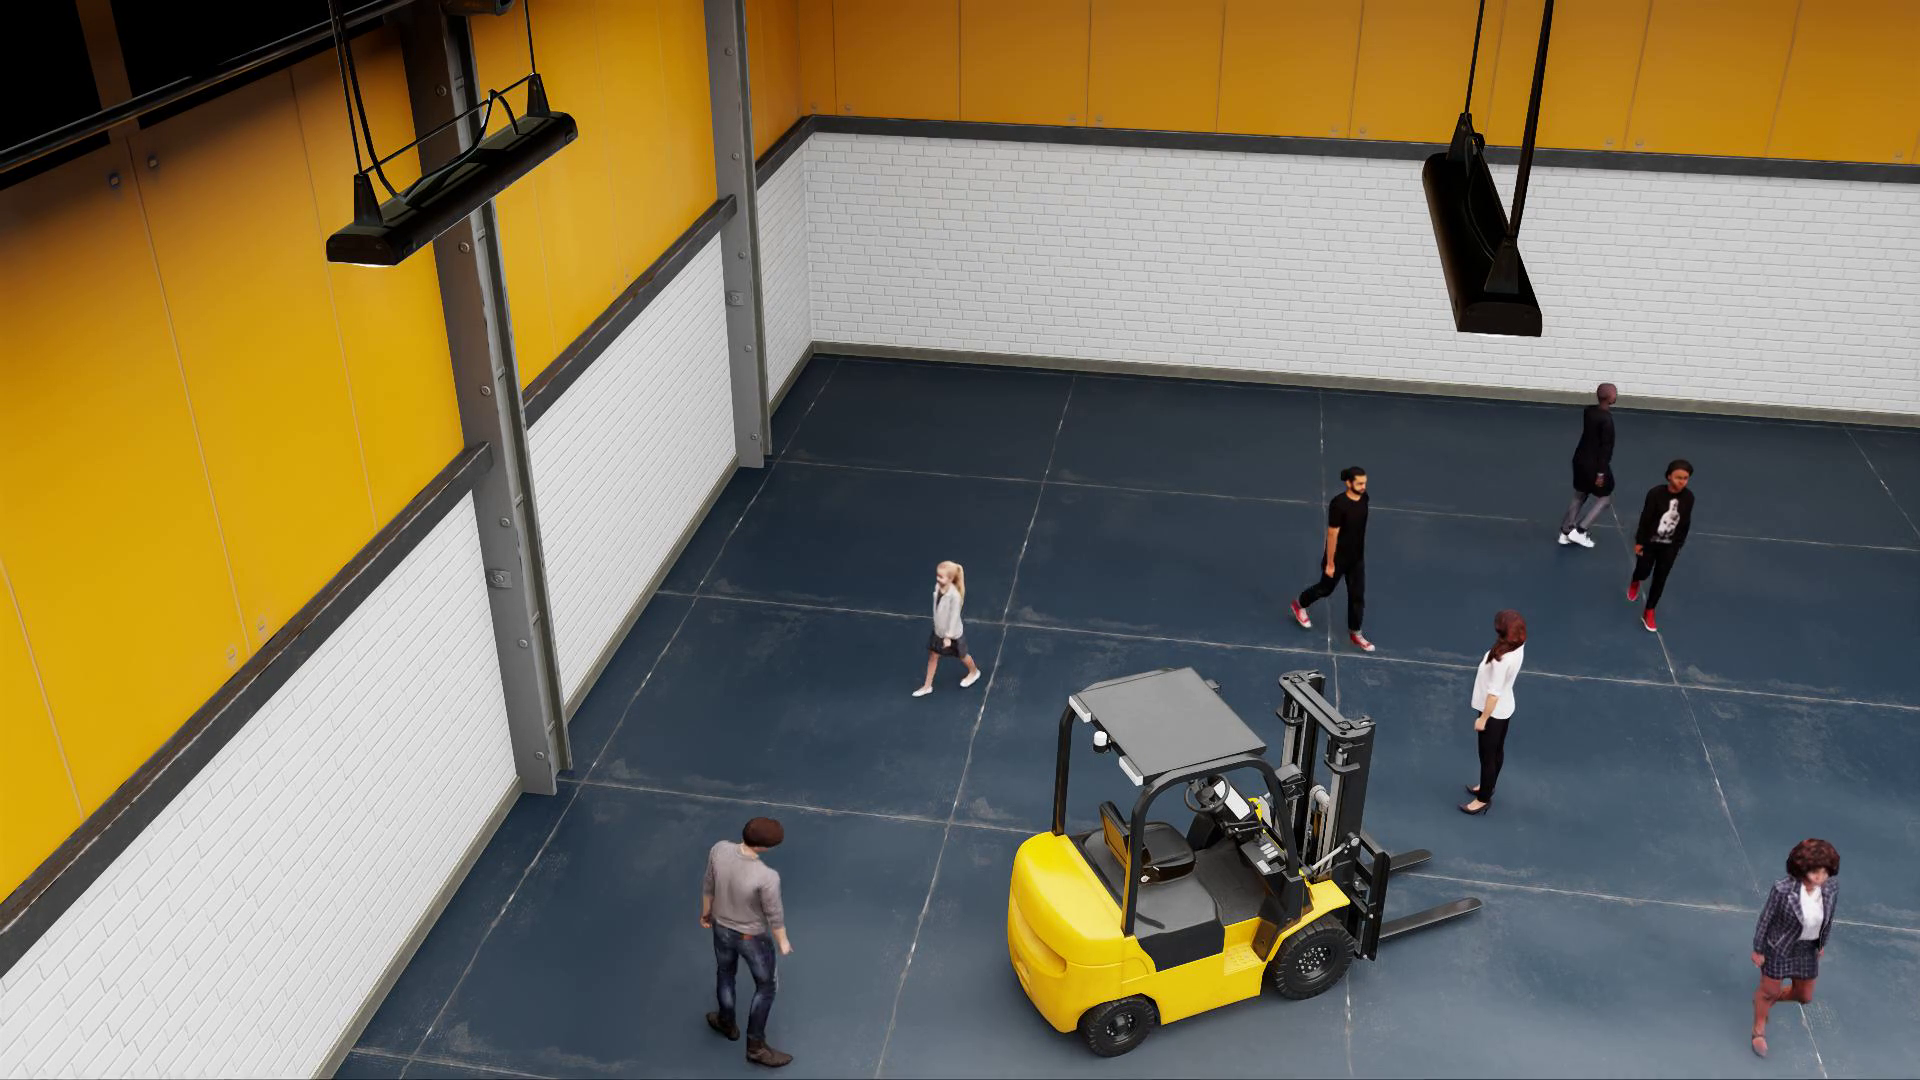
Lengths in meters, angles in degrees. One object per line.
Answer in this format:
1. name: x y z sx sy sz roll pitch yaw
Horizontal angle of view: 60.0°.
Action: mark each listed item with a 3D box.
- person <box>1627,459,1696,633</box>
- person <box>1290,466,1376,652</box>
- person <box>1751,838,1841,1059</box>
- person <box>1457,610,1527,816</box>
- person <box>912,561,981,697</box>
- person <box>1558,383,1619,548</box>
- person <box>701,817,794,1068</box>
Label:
1. person: 6.390 -0.010 15.243 0.586 1.659 0.829 5 29 8
2. person: 3.375 0.115 14.941 1.157 1.729 1.177 -20 35 -33
3. person: 5.222 2.535 10.546 0.697 1.688 0.721 -1 29 -1
4. person: 4.093 1.310 12.684 0.729 1.792 0.574 15 32 26
5. person: -0.048 0.753 14.272 0.922 1.248 0.829 -21 35 -33
6. person: 6.159 -0.720 16.451 0.812 1.748 0.674 -4 29 -7
7. person: -1.436 2.470 10.485 0.954 1.861 0.768 8 30 14
